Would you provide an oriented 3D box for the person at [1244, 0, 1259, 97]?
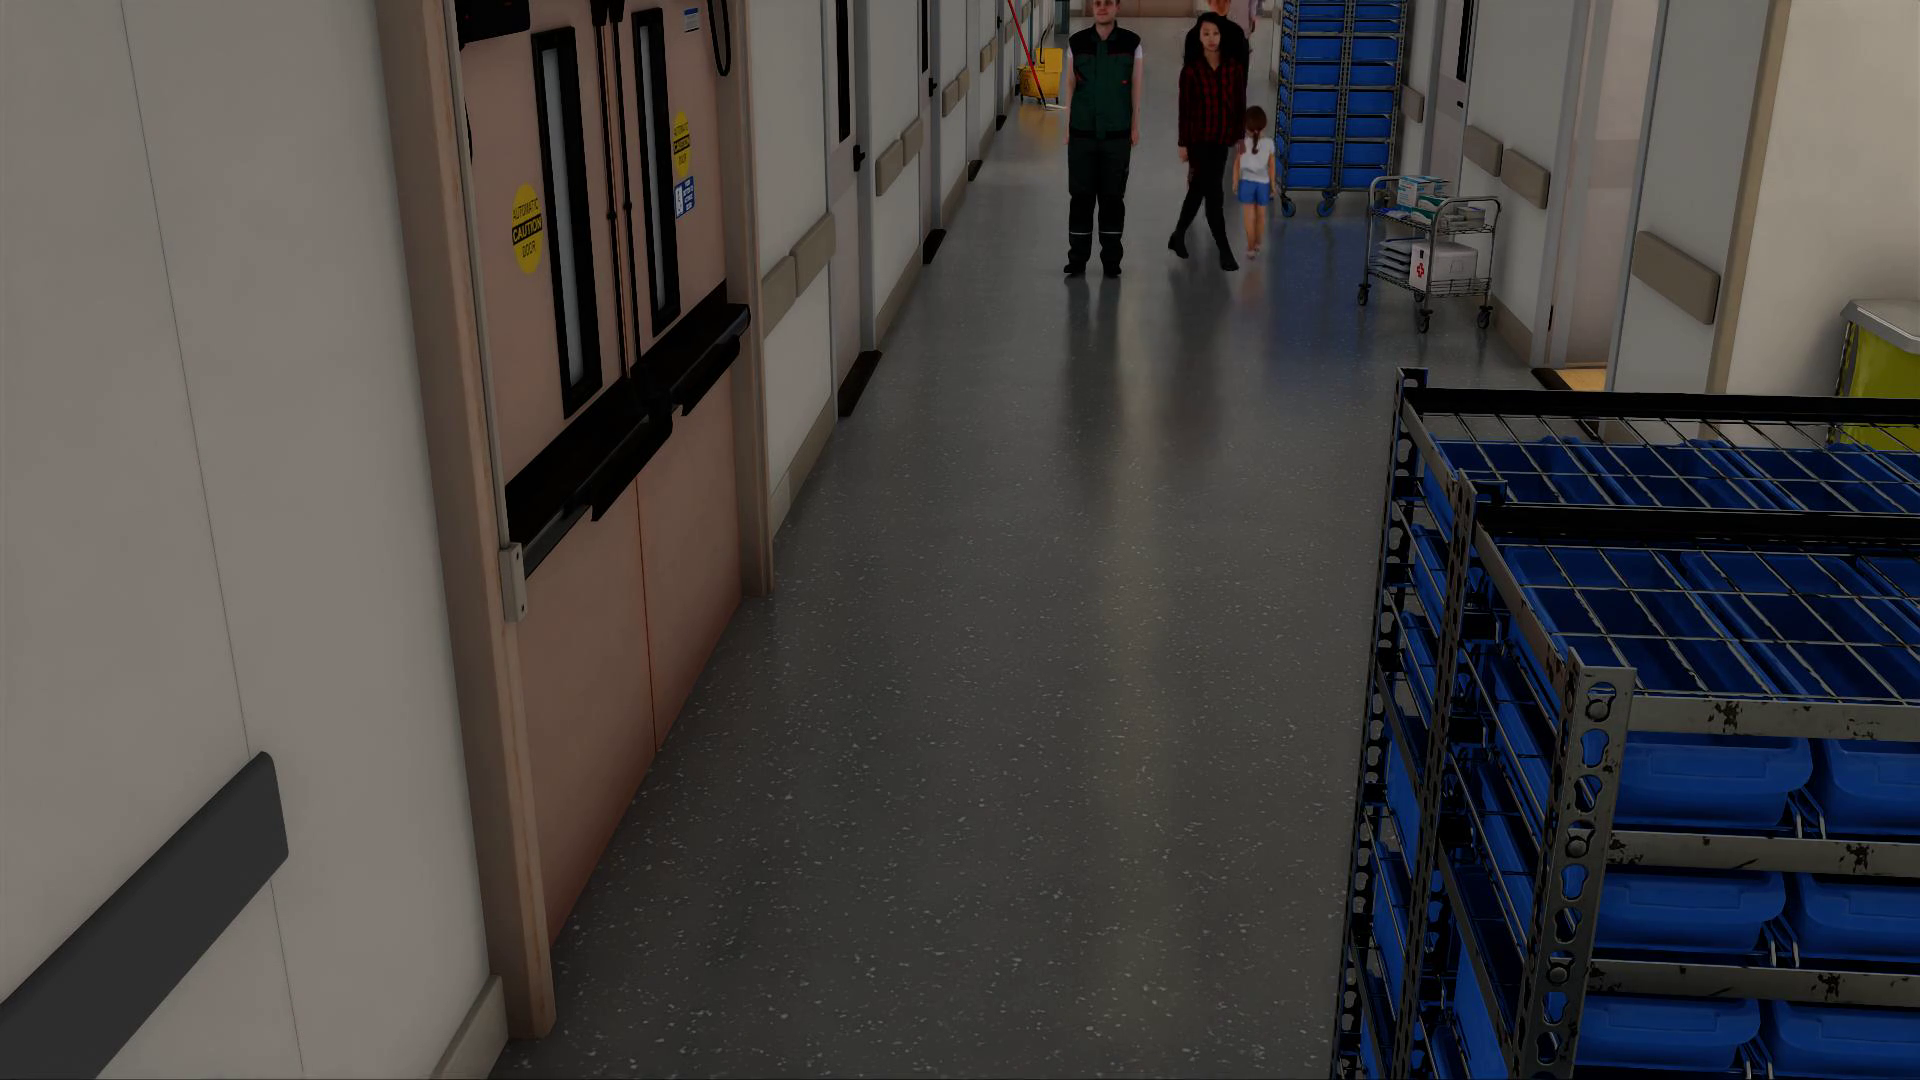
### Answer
[{"bbox_3d":[3.518,-6.607,21.192,0.676,1.836,0.579,-1,21,-4],"label":"person"}]

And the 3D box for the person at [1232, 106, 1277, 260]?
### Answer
[{"bbox_3d":[1.999,-2.418,11.301,0.435,1.008,0.577,2,21,5],"label":"person"}]

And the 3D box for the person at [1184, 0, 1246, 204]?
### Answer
[{"bbox_3d":[2.043,-3.615,13.473,0.723,1.708,0.876,-1,21,-4],"label":"person"}]

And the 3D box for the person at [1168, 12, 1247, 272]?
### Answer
[{"bbox_3d":[1.584,-2.582,10.892,0.914,1.604,1.143,-8,22,-20],"label":"person"}]

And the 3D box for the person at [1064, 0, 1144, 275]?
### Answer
[{"bbox_3d":[0.905,-2.629,10.674,0.638,1.842,0.573,3,21,7],"label":"person"}]

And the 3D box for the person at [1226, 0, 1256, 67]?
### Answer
[{"bbox_3d":[2.894,-5.193,17.571,0.801,1.756,1.241,-2,21,-6],"label":"person"}]
